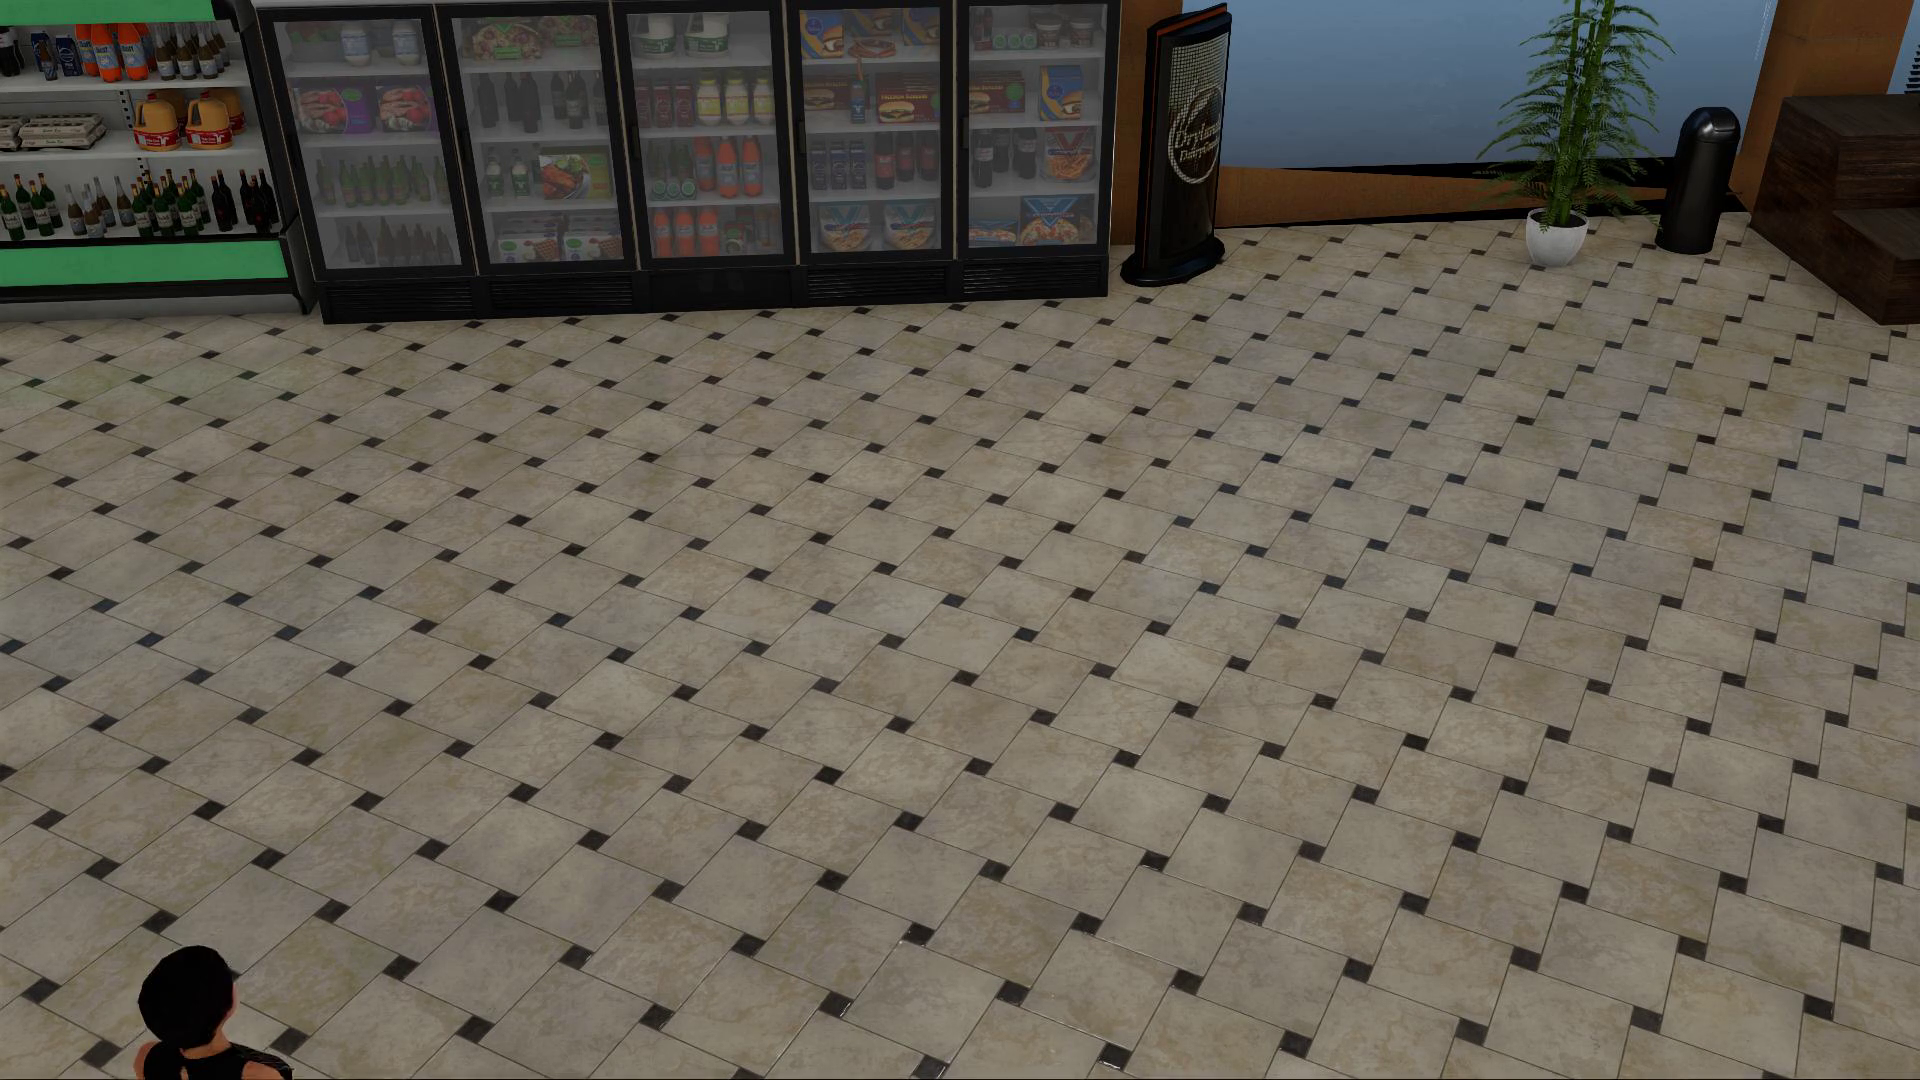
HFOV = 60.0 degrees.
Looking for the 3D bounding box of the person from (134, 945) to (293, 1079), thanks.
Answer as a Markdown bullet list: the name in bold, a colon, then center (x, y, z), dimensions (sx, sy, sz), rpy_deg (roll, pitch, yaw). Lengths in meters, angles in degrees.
- **person**: center (-1.845, 1.741, 4.205), dimensions (1.032, 1.562, 0.871), rpy_deg (7, 33, 12)
